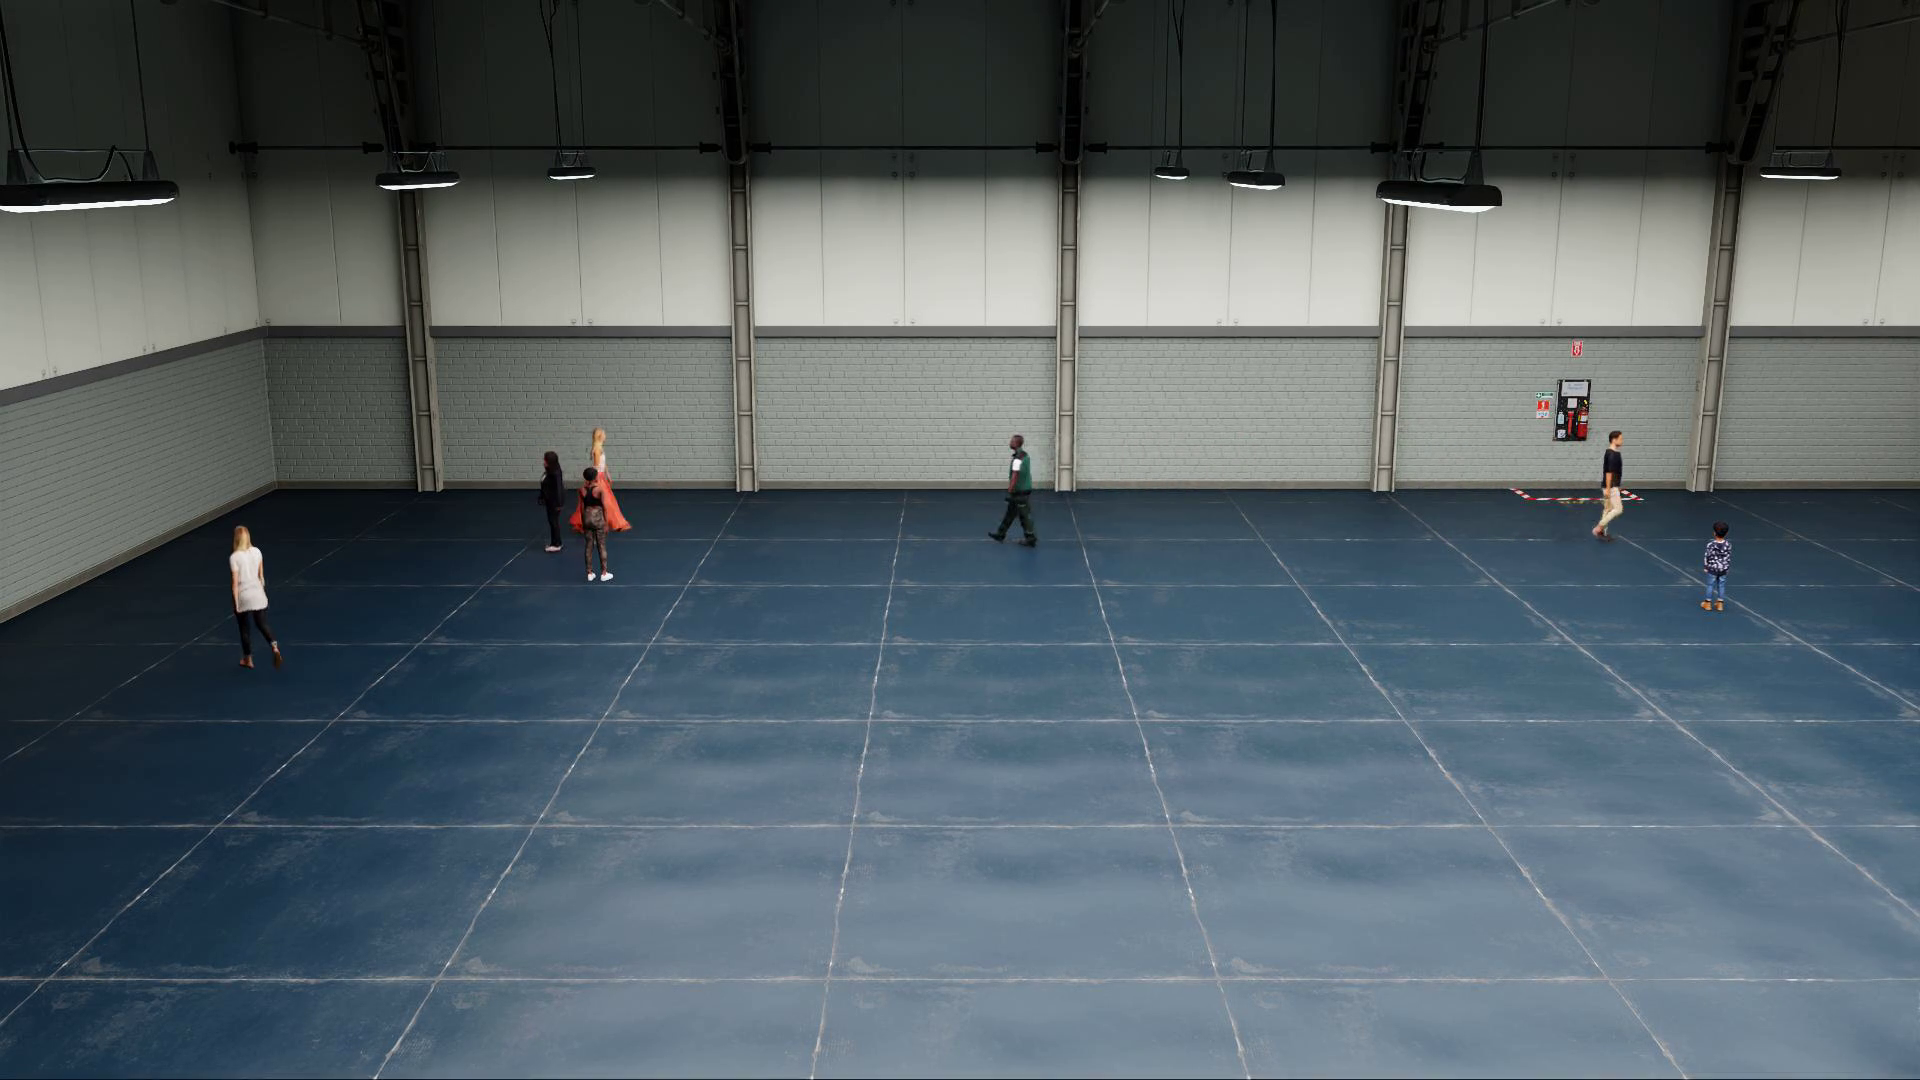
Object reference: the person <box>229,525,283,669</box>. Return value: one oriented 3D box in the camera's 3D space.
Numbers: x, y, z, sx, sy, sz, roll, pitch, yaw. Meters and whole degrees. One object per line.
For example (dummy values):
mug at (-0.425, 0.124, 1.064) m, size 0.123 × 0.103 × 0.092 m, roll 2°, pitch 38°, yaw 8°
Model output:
person at (-8.569, 0.729, 20.197) m, size 1.108 × 1.808 × 1.001 m, roll 10°, pitch 16°, yaw 37°

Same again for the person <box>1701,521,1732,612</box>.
person at (10.497, 0.354, 23.050) m, size 0.455 × 1.252 × 0.571 m, roll 2°, pitch 13°, yaw 7°

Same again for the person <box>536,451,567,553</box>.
person at (-6.431, -0.634, 26.531) m, size 0.815 × 1.606 × 0.781 m, roll -8°, pitch 15°, yaw -30°

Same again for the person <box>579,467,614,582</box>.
person at (-5.423, -0.242, 24.630) m, size 0.534 × 1.701 × 0.676 m, roll 3°, pitch 13°, yaw 11°

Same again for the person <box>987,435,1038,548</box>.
person at (1.051, -0.760, 26.631) m, size 1.148 × 1.806 × 0.872 m, roll 3°, pitch 13°, yaw 13°

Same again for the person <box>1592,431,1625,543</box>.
person at (10.469, -0.861, 26.981) m, size 0.766 × 1.846 × 0.739 m, roll 4°, pitch 14°, yaw 18°

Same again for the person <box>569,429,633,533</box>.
person at (-6.080, -0.929, 27.480) m, size 1.294 × 1.753 × 0.796 m, roll -2°, pitch 13°, yaw -9°
